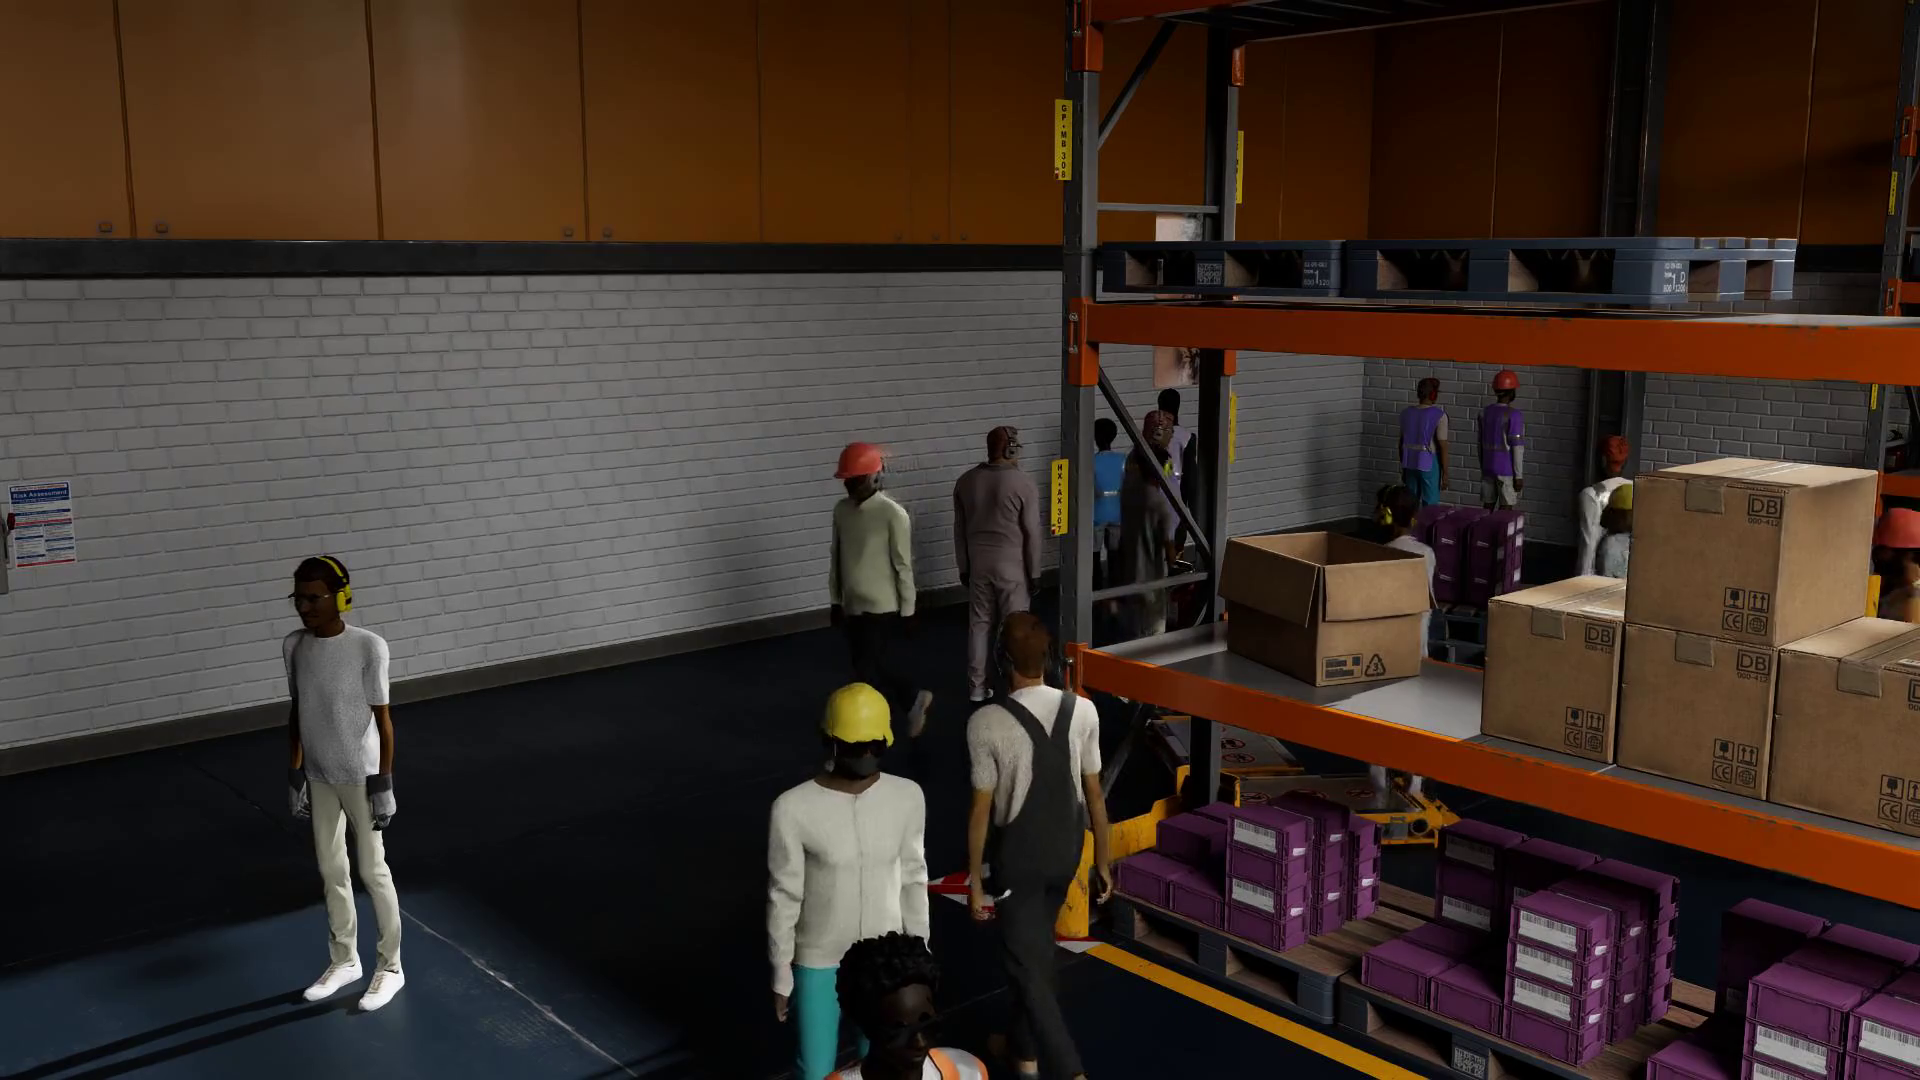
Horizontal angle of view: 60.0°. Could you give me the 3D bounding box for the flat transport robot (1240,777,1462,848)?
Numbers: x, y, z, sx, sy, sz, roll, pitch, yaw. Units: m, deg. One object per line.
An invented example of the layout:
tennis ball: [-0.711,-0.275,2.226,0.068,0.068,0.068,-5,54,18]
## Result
flat transport robot: [1.885,1.425,8.712,1.431,0.197,0.652,-1,10,-5]

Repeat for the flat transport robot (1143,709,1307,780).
flat transport robot: [1.525,1.255,9.705,0.652,0.197,1.431,-1,10,-5]

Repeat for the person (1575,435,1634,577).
person: [4.224,0.252,10.863,0.585,1.882,0.337,-5,11,-27]

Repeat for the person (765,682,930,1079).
person: [-0.346,1.295,5.161,0.552,1.764,0.398,-5,11,-26]

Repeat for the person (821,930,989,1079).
person: [-0.145,1.614,3.430,0.529,1.697,0.321,-7,12,-36]

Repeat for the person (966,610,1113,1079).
person: [0.310,1.154,5.835,0.534,1.805,0.839,-5,11,-28]

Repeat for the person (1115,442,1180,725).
person: [1.245,0.289,10.763,0.406,1.843,0.613,-6,11,-32]

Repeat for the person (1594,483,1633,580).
person: [3.916,0.496,9.975,0.924,1.697,0.497,6,11,31]

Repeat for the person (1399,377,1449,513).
person: [4.569,-0.679,16.423,0.389,1.846,0.566,-7,12,-37]

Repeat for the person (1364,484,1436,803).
person: [2.319,0.630,8.789,0.519,1.830,0.569,-5,11,-26]

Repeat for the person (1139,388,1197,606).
person: [1.765,-0.328,14.157,0.596,1.919,0.366,7,12,37]

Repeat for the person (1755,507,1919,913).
person: [4.258,0.789,7.706,0.975,1.882,0.565,4,11,23]

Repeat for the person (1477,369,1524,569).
person: [5.266,-0.683,16.168,0.352,1.942,0.545,-5,11,-27]

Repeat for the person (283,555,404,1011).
person: [-2.505,0.973,6.724,0.510,1.862,0.323,3,10,18]

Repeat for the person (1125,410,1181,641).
person: [1.451,-0.018,12.397,0.408,1.903,0.638,-2,10,-10]

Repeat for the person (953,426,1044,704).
person: [0.282,0.180,11.223,0.652,1.904,0.402,6,11,30]

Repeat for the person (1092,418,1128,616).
person: [1.214,-0.189,14.028,0.548,1.688,0.456,-3,10,-15]

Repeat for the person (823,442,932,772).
person: [-0.483,0.366,9.994,0.870,1.962,0.631,-9,13,-44]
